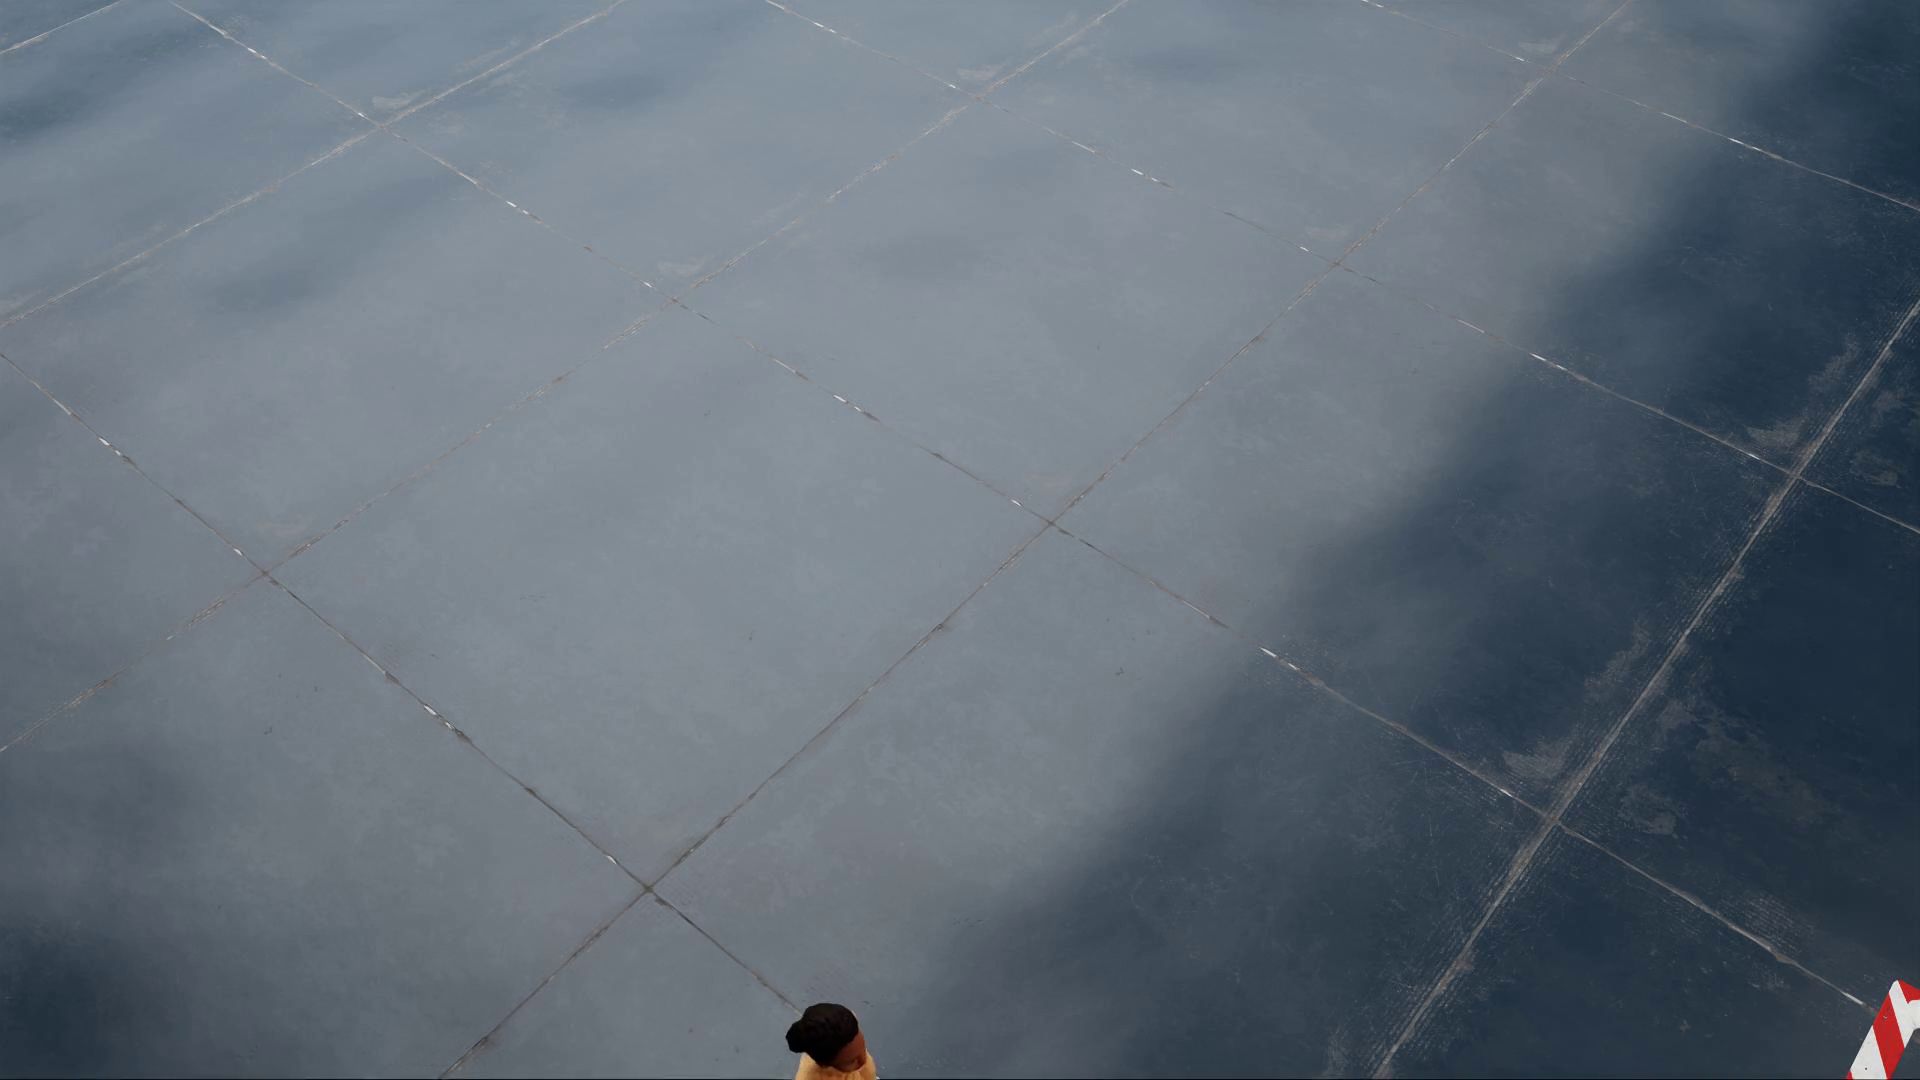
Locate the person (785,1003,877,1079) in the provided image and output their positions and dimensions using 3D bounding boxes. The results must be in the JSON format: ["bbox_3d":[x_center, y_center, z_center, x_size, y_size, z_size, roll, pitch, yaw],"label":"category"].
[{"bbox_3d":[-0.526,2.083,6.024,0.960,1.637,0.786,16,49,14],"label":"person"}]
